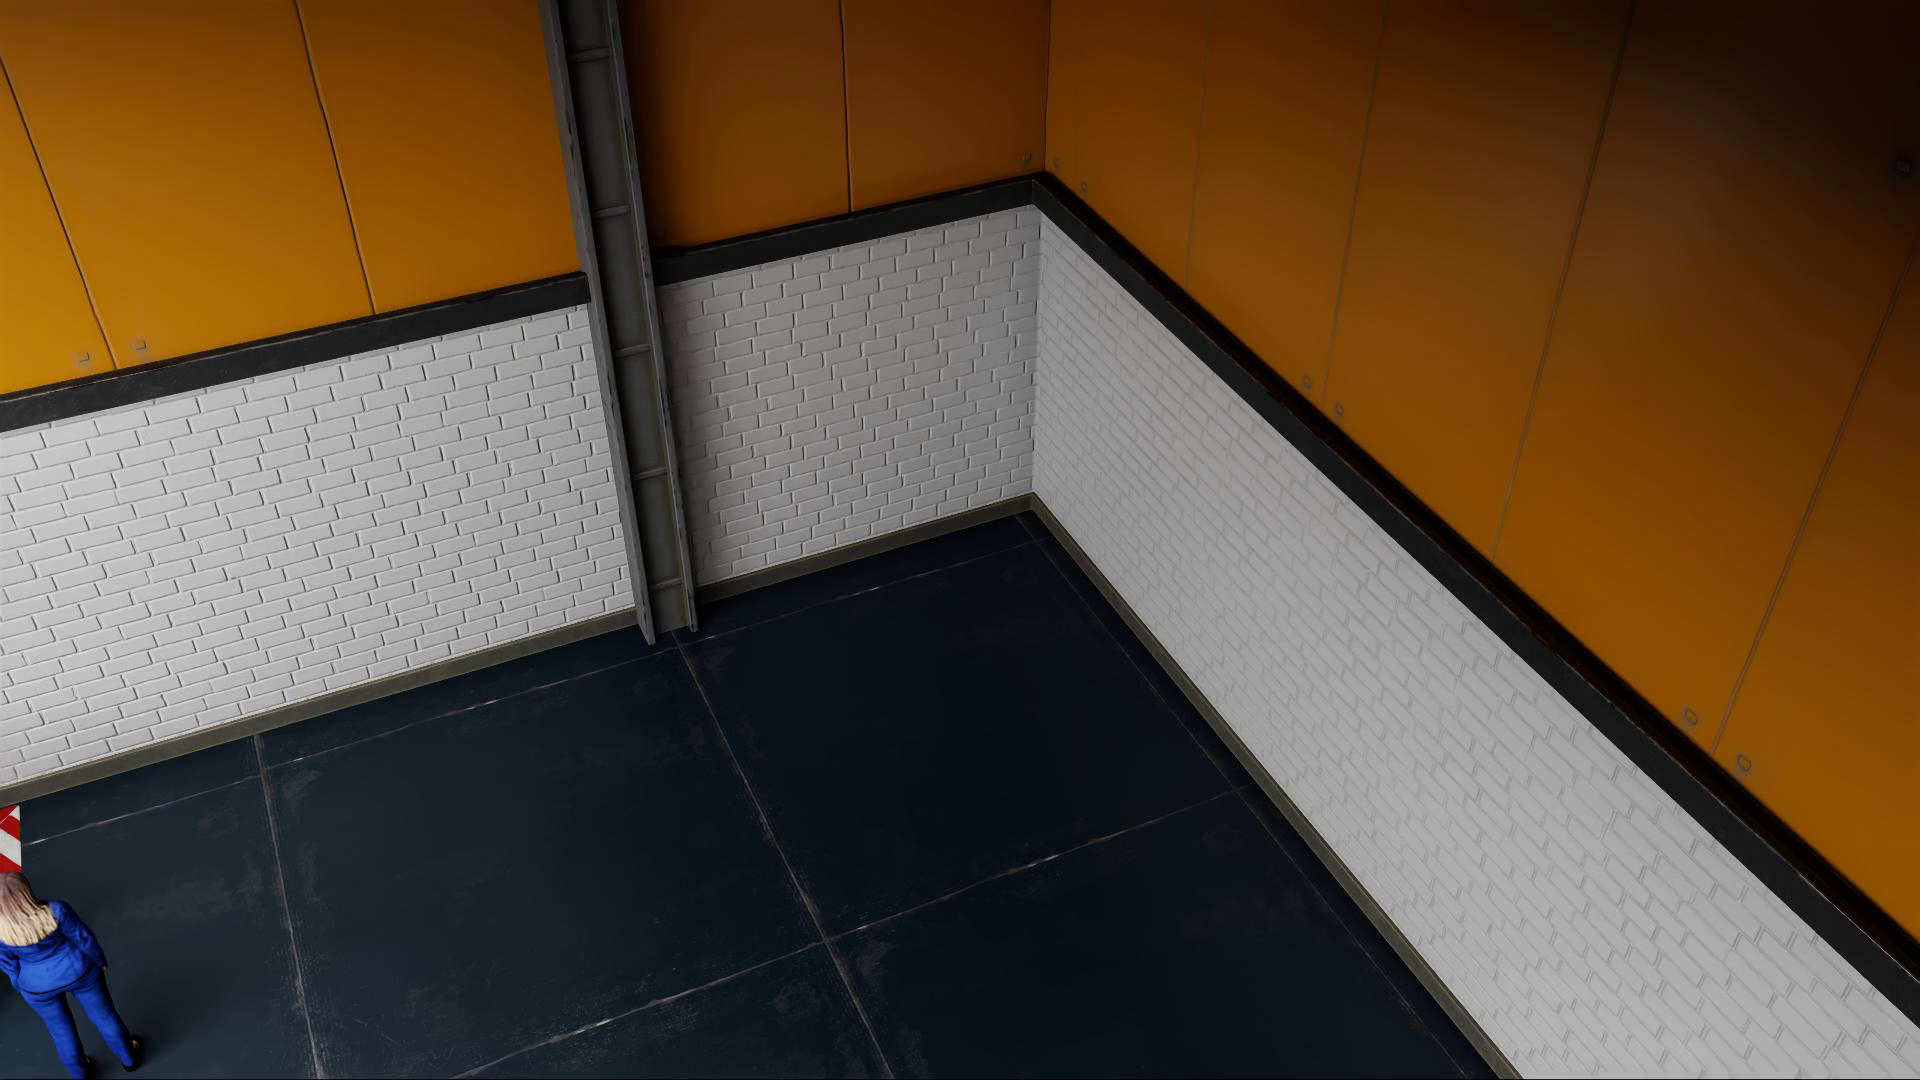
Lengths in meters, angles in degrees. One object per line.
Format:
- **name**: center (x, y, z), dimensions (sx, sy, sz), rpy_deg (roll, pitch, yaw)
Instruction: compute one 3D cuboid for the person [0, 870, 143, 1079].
- **person**: center (-4.921, 2.399, 9.098), dimensions (0.478, 1.701, 0.674), rpy_deg (-17, 42, -20)
